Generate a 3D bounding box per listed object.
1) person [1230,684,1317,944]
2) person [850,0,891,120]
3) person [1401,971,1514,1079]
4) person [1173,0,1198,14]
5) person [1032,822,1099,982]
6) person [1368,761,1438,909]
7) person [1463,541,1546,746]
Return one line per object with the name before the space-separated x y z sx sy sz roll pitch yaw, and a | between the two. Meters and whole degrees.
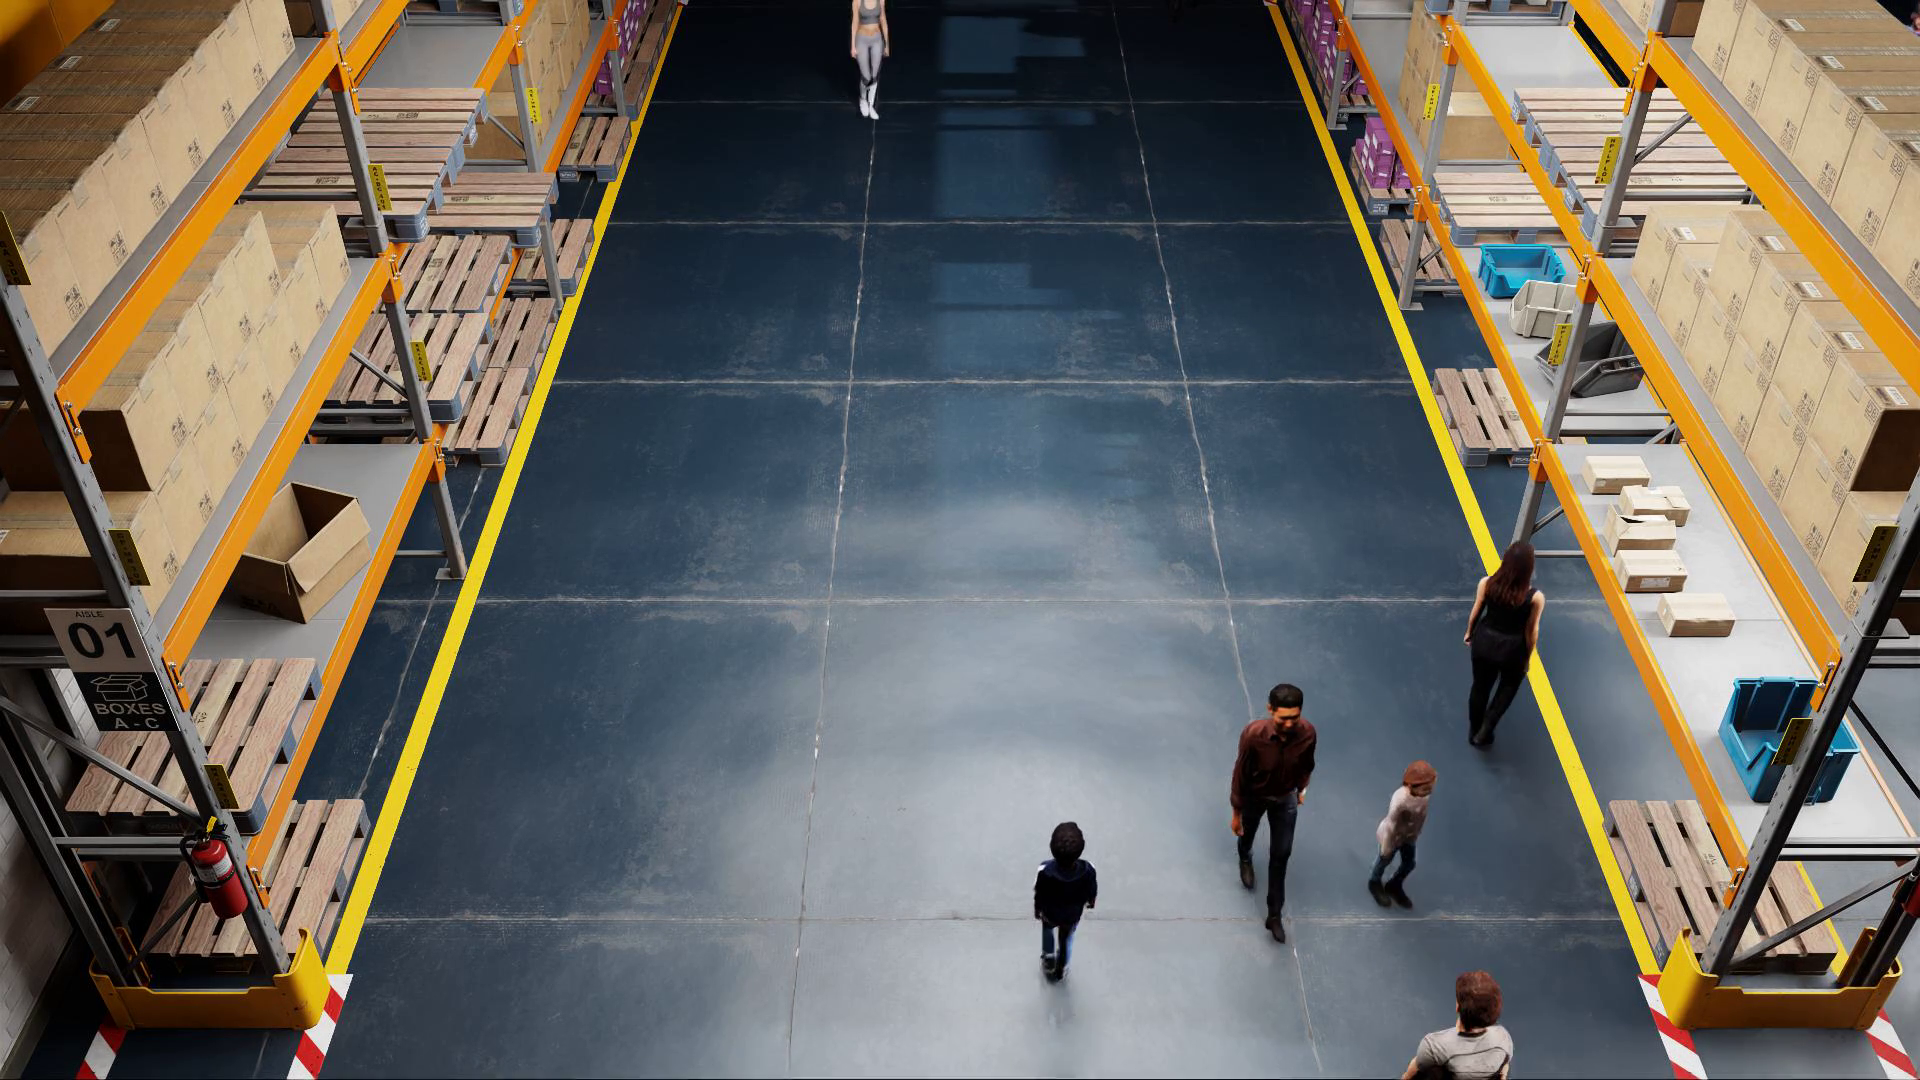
person | 1.800 1.466 9.885 0.675 1.747 1.004 -1 39 -2
person | -1.061 -5.614 18.788 0.694 1.698 0.719 -16 41 -19
person | 2.393 2.843 8.059 0.734 1.874 0.806 -9 39 -11
person | 2.942 -7.501 21.188 0.814 1.653 1.071 15 41 18
person | 0.587 2.118 9.495 0.528 1.215 0.482 1 39 2
person | 2.615 1.721 10.017 0.608 1.182 0.646 -21 43 -24
person | 3.499 0.746 10.837 0.739 1.682 0.779 20 43 23
